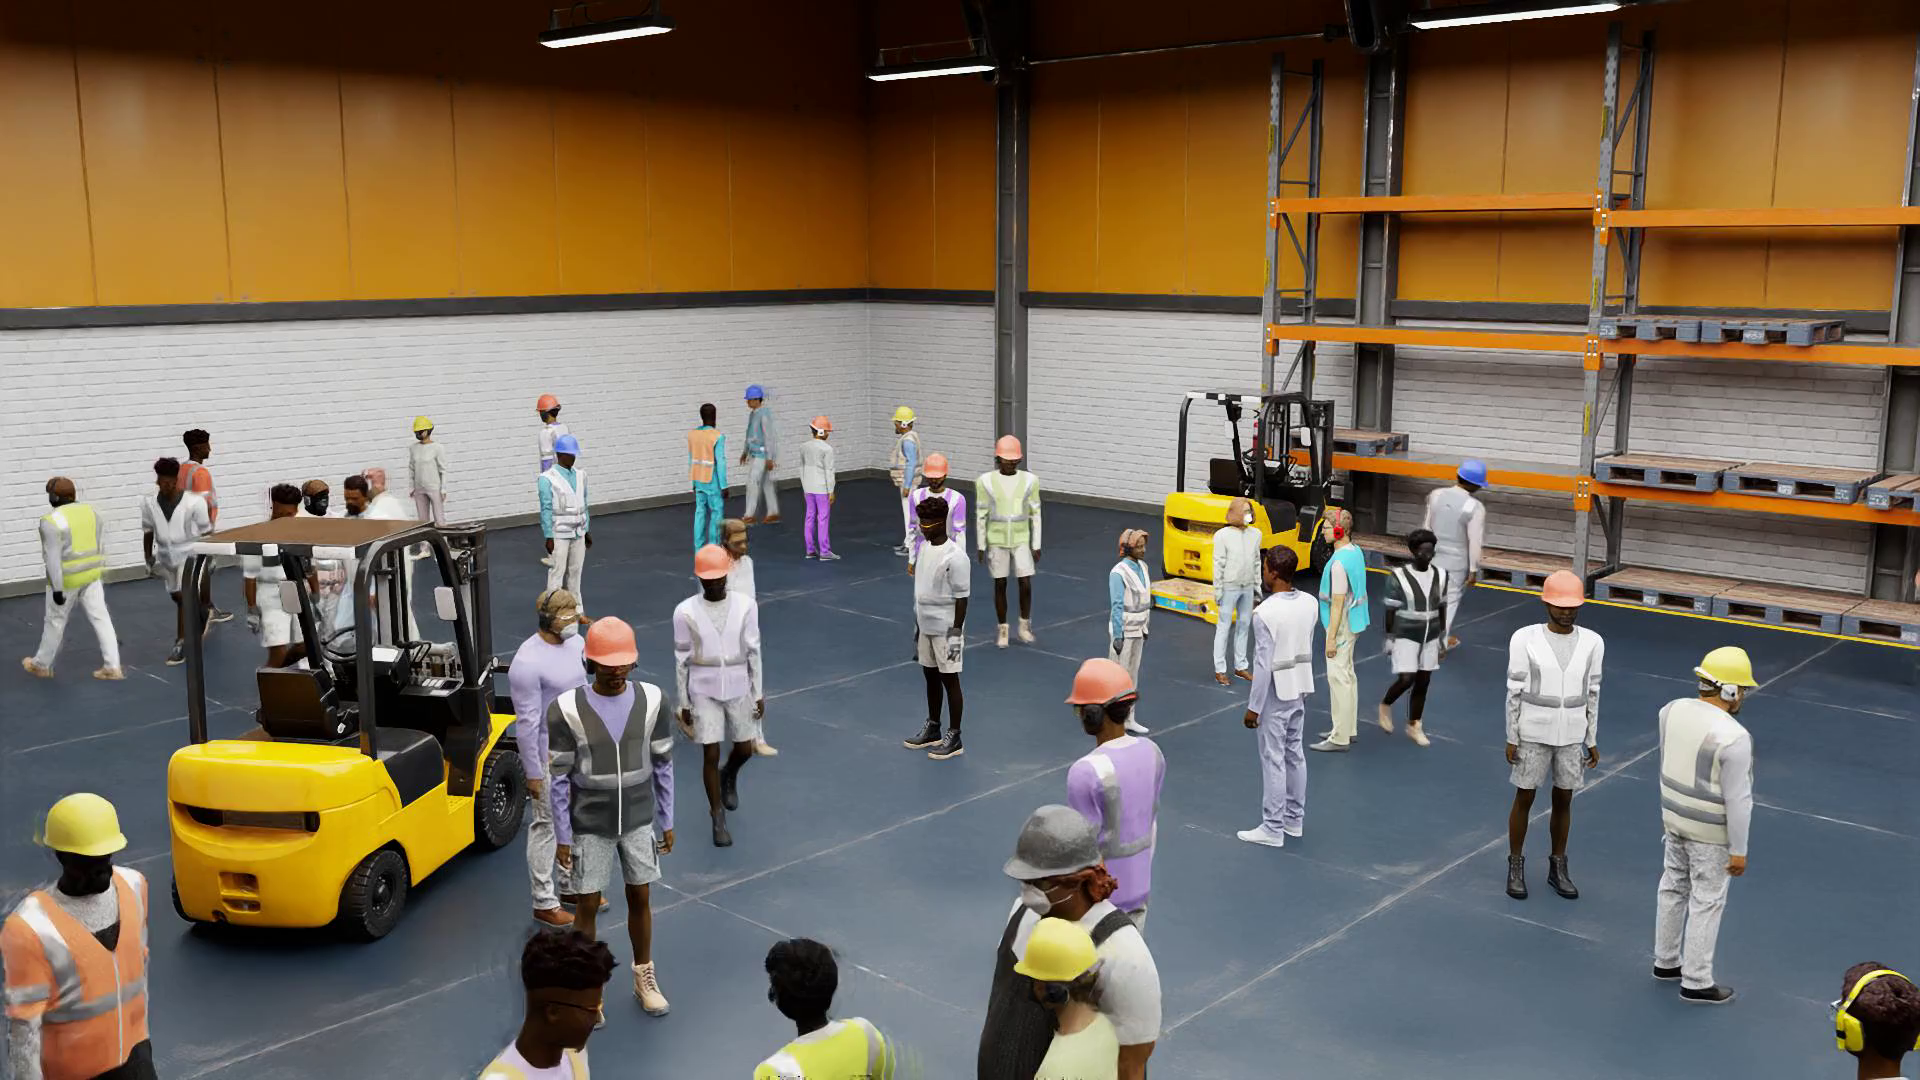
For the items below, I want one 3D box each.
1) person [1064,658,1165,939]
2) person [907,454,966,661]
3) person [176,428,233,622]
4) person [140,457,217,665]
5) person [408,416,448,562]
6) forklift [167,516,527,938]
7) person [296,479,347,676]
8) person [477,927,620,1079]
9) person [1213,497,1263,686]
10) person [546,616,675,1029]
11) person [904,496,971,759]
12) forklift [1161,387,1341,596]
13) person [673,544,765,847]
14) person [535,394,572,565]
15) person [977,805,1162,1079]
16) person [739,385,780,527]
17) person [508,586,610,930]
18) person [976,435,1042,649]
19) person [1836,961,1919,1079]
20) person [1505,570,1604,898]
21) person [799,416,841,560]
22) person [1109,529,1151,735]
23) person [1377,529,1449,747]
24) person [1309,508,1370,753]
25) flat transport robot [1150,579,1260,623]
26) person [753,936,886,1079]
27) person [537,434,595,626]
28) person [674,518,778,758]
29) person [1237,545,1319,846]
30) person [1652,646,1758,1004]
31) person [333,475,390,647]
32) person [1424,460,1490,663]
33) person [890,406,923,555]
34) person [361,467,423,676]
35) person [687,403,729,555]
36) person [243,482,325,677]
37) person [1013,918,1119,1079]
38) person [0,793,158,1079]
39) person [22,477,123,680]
[{"bbox_3d":[0.616,1.510,7.190,0.410,2.032,0.610,8,13,38],"label":"person"},{"bbox_3d":[-0.216,0.165,15.147,0.553,1.924,0.390,3,10,16],"label":"person"},{"bbox_3d":[-7.688,-0.151,16.815,0.608,1.966,0.371,10,14,43],"label":"person"},{"bbox_3d":[-7.206,0.130,15.434,0.636,1.907,1.009,0,10,1],"label":"person"},{"bbox_3d":[-6.411,-0.612,20.011,0.533,1.767,0.327,4,11,20],"label":"person"},{"bbox_3d":[-3.583,0.976,9.748,1.214,2.155,2.313,2,10,11],"label":"forklift"},{"bbox_3d":[-5.385,0.400,14.031,0.429,1.845,0.621,6,12,31],"label":"person"},{"bbox_3d":[-1.085,2.022,4.553,0.643,1.924,0.680,1,10,7],"label":"person"},{"bbox_3d":[2.407,0.435,14.420,0.504,1.636,0.280,-5,11,-27],"label":"person"},{"bbox_3d":[-1.667,1.359,8.047,0.603,2.034,0.416,-5,11,-26],"label":"person"},{"bbox_3d":[-0.166,0.638,12.346,0.375,1.959,0.603,-6,12,-32],"label":"person"},{"bbox_3d":[3.298,-0.608,18.767,1.214,2.155,2.313,9,13,42],"label":"forklift"},{"bbox_3d":[-1.546,0.953,10.648,0.563,1.923,0.650,-3,10,-17],"label":"person"},{"bbox_3d":[-4.860,-0.718,19.832,0.395,2.038,0.614,3,10,15],"label":"person"},{"bbox_3d":[0.315,1.819,5.388,0.537,2.000,0.689,-6,12,-31],"label":"person"},{"bbox_3d":[-2.821,-1.138,22.596,0.841,1.915,0.636,-4,11,-20],"label":"person"},{"bbox_3d":[-2.241,1.198,9.253,0.382,1.930,0.636,3,11,19],"label":"person"},{"bbox_3d":[0.462,0.021,15.662,0.621,2.032,0.399,0,10,-1],"label":"person"},{"bbox_3d":[2.441,2.061,4.538,0.510,1.861,0.324,-2,10,-11],"label":"person"},{"bbox_3d":[3.436,1.124,9.632,0.543,1.939,0.362,0,10,2],"label":"person"},{"bbox_3d":[-1.696,-0.630,20.175,0.347,1.742,0.565,-10,14,-43],"label":"person"},{"bbox_3d":[1.299,0.721,12.780,0.311,1.638,0.523,6,12,30],"label":"person"},{"bbox_3d":[3.439,0.731,12.615,0.531,1.685,0.401,-3,10,-18],"label":"person"},{"bbox_3d":[2.874,0.676,12.483,0.377,1.836,0.567,4,11,22],"label":"person"},{"bbox_3d":[2.422,0.613,17.286,0.652,0.197,1.431,-7,12,-36],"label":"flat transport robot"},{"bbox_3d":[-0.496,2.031,5.258,0.863,1.647,0.554,9,14,43],"label":"person"},{"bbox_3d":[-3.888,-0.076,16.439,0.383,1.949,0.605,6,12,31],"label":"person"},{"bbox_3d":[-1.753,0.714,12.348,0.769,1.819,0.528,5,11,28],"label":"person"},{"bbox_3d":[2.024,0.980,10.511,0.392,1.920,0.591,9,14,43],"label":"person"},{"bbox_3d":[3.724,1.419,8.309,0.403,1.817,0.605,-2,10,-14],"label":"person"},{"bbox_3d":[-5.046,0.401,13.915,0.585,1.884,0.721,4,11,22],"label":"person"},{"bbox_3d":[4.553,0.182,15.172,0.683,1.883,0.672,-8,13,-37],"label":"person"},{"bbox_3d":[-0.663,-0.728,20.482,0.404,1.833,0.591,0,10,-1],"label":"person"},{"bbox_3d":[-4.977,0.294,14.586,0.549,1.859,0.676,-1,10,-8],"label":"person"},{"bbox_3d":[-3.054,-0.699,20.113,0.599,1.907,0.402,8,13,38],"label":"person"},{"bbox_3d":[-5.442,0.487,13.261,0.650,1.935,0.663,6,12,32],"label":"person"},{"bbox_3d":[0.361,2.015,5.111,0.433,1.750,0.541,5,11,26],"label":"person"},{"bbox_3d":[-3.157,1.797,5.955,0.948,1.892,0.602,4,11,21],"label":"person"},{"bbox_3d":[-7.781,0.339,14.532,0.969,1.788,0.652,4,11,20],"label":"person"}]
